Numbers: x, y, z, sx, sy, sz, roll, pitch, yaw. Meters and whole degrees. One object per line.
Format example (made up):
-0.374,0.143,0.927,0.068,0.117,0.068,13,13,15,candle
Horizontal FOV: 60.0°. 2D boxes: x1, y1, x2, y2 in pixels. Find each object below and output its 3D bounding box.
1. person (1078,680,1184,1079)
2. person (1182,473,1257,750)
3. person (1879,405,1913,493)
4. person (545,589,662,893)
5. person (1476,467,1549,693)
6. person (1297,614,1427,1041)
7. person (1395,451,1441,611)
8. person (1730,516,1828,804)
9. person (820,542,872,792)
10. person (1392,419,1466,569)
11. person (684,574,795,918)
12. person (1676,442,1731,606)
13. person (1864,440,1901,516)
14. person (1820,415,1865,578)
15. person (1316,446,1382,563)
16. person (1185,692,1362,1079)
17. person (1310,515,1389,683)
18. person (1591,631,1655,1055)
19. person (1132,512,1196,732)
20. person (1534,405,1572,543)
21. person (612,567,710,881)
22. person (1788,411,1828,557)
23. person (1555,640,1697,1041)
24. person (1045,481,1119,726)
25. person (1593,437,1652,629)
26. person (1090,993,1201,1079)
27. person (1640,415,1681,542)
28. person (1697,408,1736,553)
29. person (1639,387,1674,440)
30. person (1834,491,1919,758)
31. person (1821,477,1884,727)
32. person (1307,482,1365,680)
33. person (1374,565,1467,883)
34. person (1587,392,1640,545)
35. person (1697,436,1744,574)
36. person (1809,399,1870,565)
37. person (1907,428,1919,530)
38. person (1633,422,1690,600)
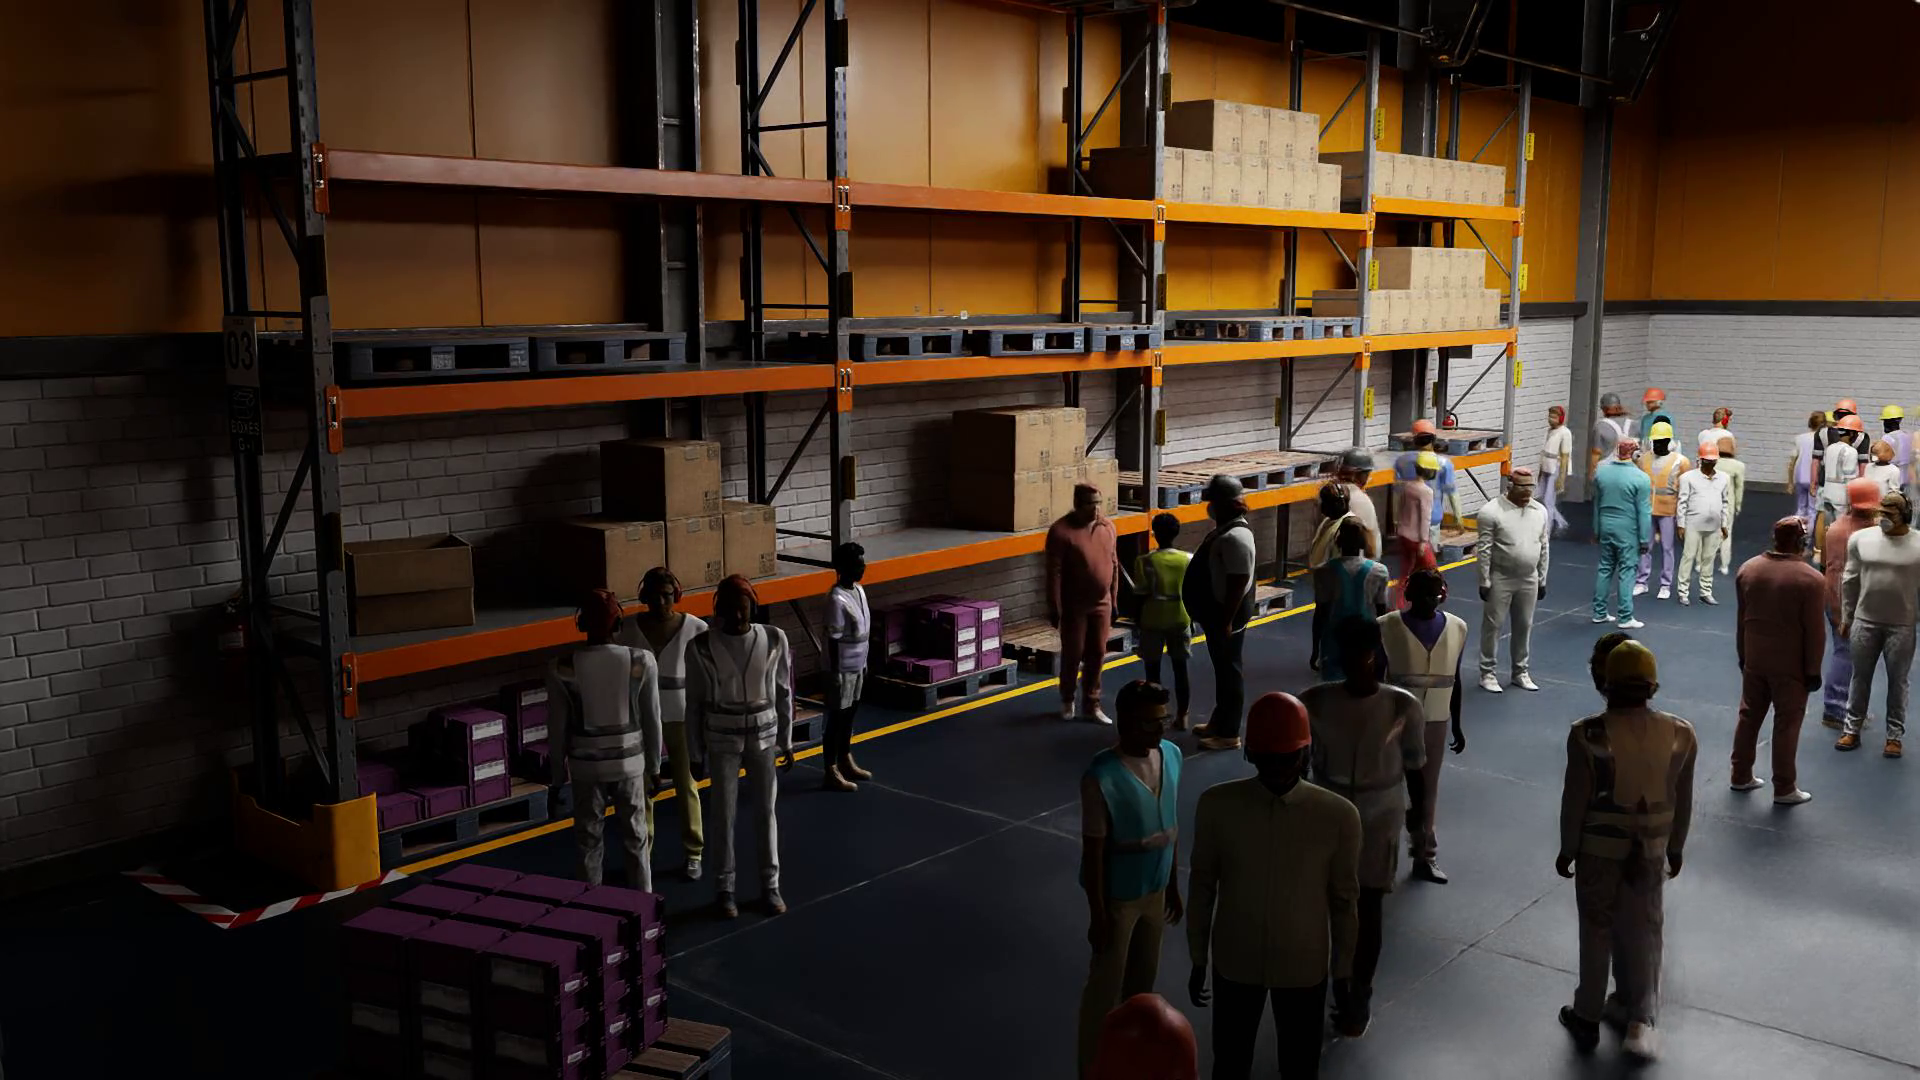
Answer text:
0.685,1.460,6.843,0.391,1.836,0.561,8,12,42,person
1.902,0.515,12.255,0.537,2.000,0.679,1,9,4,person
11.493,-0.708,20.567,0.591,1.912,0.399,-6,11,-34,person
-1.805,1.178,8.485,0.573,1.883,0.355,-3,9,-17,person
4.627,0.330,13.905,0.643,1.902,0.399,-2,9,-11,person
1.877,1.264,7.857,0.622,1.928,0.971,4,9,22,person
4.550,-0.011,16.563,0.432,1.749,0.540,-2,9,-15,person
5.444,0.781,11.023,0.397,1.899,0.640,-4,10,-25,person
-0.773,0.847,11.251,0.320,1.690,0.536,3,9,17,person
4.822,-0.227,17.125,0.716,2.015,0.588,7,11,39,person
-1.188,1.106,8.979,0.588,1.878,0.371,-3,9,-19,person
7.873,-0.171,17.601,0.572,1.749,0.340,-1,9,-4,person
10.462,-0.324,18.976,0.284,1.633,0.498,-3,9,-16,person
10.054,-0.464,18.954,0.388,1.926,0.549,0,9,0,person
3.478,0.175,14.449,0.792,2.000,0.713,-2,9,-15,person
1.111,1.514,5.959,0.612,1.995,0.376,2,9,11,person
2.659,0.747,11.386,0.514,1.845,0.336,1,9,4,person
3.001,1.355,7.532,0.386,1.829,0.712,4,9,22,person
1.554,0.629,12.622,0.540,1.695,0.317,-2,9,-15,person
7.757,-0.858,21.788,0.577,1.825,0.623,-1,9,-7,person
-1.698,1.046,9.511,0.561,1.836,0.391,-1,9,-4,person
10.681,-0.703,20.811,0.635,1.822,0.508,-7,11,-39,person
2.983,1.354,7.511,0.600,1.831,0.404,-1,9,-3,person
0.959,0.487,12.909,0.659,1.898,0.536,-5,10,-29,person
6.589,-0.070,16.512,0.396,1.899,0.667,-5,10,-27,person
0.381,1.917,3.580,0.551,1.932,0.384,-1,9,-4,person
9.201,-0.806,21.913,0.543,1.684,0.389,4,10,23,person
9.584,-0.758,21.114,0.389,1.838,0.563,-3,9,-21,person
9.537,-1.108,22.884,0.401,1.991,0.649,-2,9,-13,person
6.702,0.602,12.033,0.627,1.936,0.375,8,12,41,person
6.918,0.466,12.843,0.663,1.956,0.460,-5,10,-29,person
3.016,0.444,13.394,0.429,1.837,0.623,-1,9,-5,person
2.597,1.045,9.491,0.564,1.837,0.388,-1,9,-8,person
8.399,-0.910,21.445,0.689,2.000,0.678,-3,9,-17,person
8.907,-0.410,19.533,0.505,1.631,0.300,5,10,29,person
10.604,-0.689,20.081,0.612,2.029,0.407,5,10,30,person
12.257,-0.765,21.004,0.586,1.891,0.638,-4,10,-24,person
7.563,-0.320,18.006,0.388,1.926,0.590,-8,12,-43,person
